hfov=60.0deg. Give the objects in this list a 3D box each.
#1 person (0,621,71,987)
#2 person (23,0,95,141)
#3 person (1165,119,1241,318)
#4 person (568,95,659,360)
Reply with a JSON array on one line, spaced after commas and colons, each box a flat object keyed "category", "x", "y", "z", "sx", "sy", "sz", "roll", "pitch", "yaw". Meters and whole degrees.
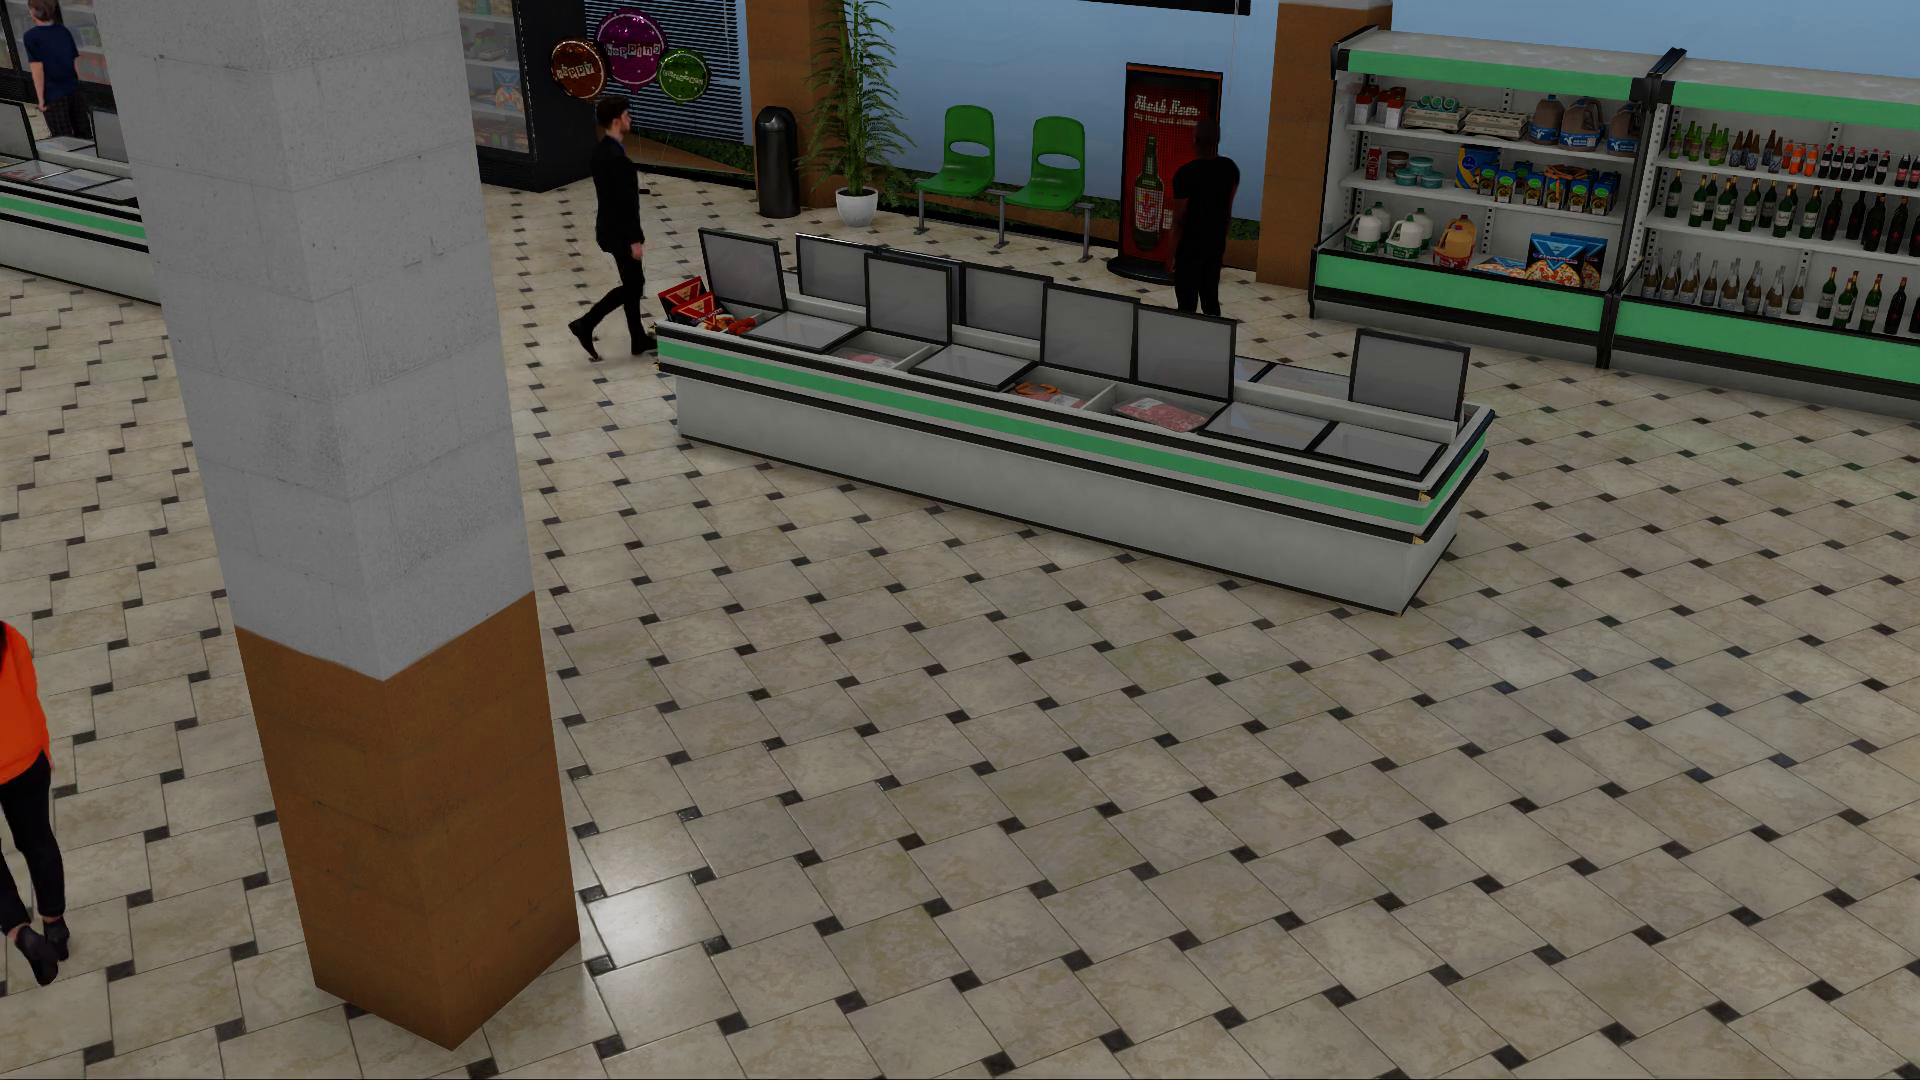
[{"category": "person", "x": -3.426, "y": 0.869, "z": 5.932, "sx": 0.797, "sy": 1.733, "sz": 0.953, "roll": -20, "pitch": 33, "yaw": -34}, {"category": "person", "x": -8.549, "y": -4.243, "z": 15.859, "sx": 0.537, "sy": 1.872, "sz": 0.653, "roll": 15, "pitch": 30, "yaw": 27}, {"category": "person", "x": 1.655, "y": -1.989, "z": 11.471, "sx": 0.752, "sy": 1.820, "sz": 0.757, "roll": -13, "pitch": 30, "yaw": -25}, {"category": "person", "x": -2.466, "y": -2.157, "z": 11.744, "sx": 1.091, "sy": 1.872, "sz": 1.075, "roll": -11, "pitch": 29, "yaw": -21}]
